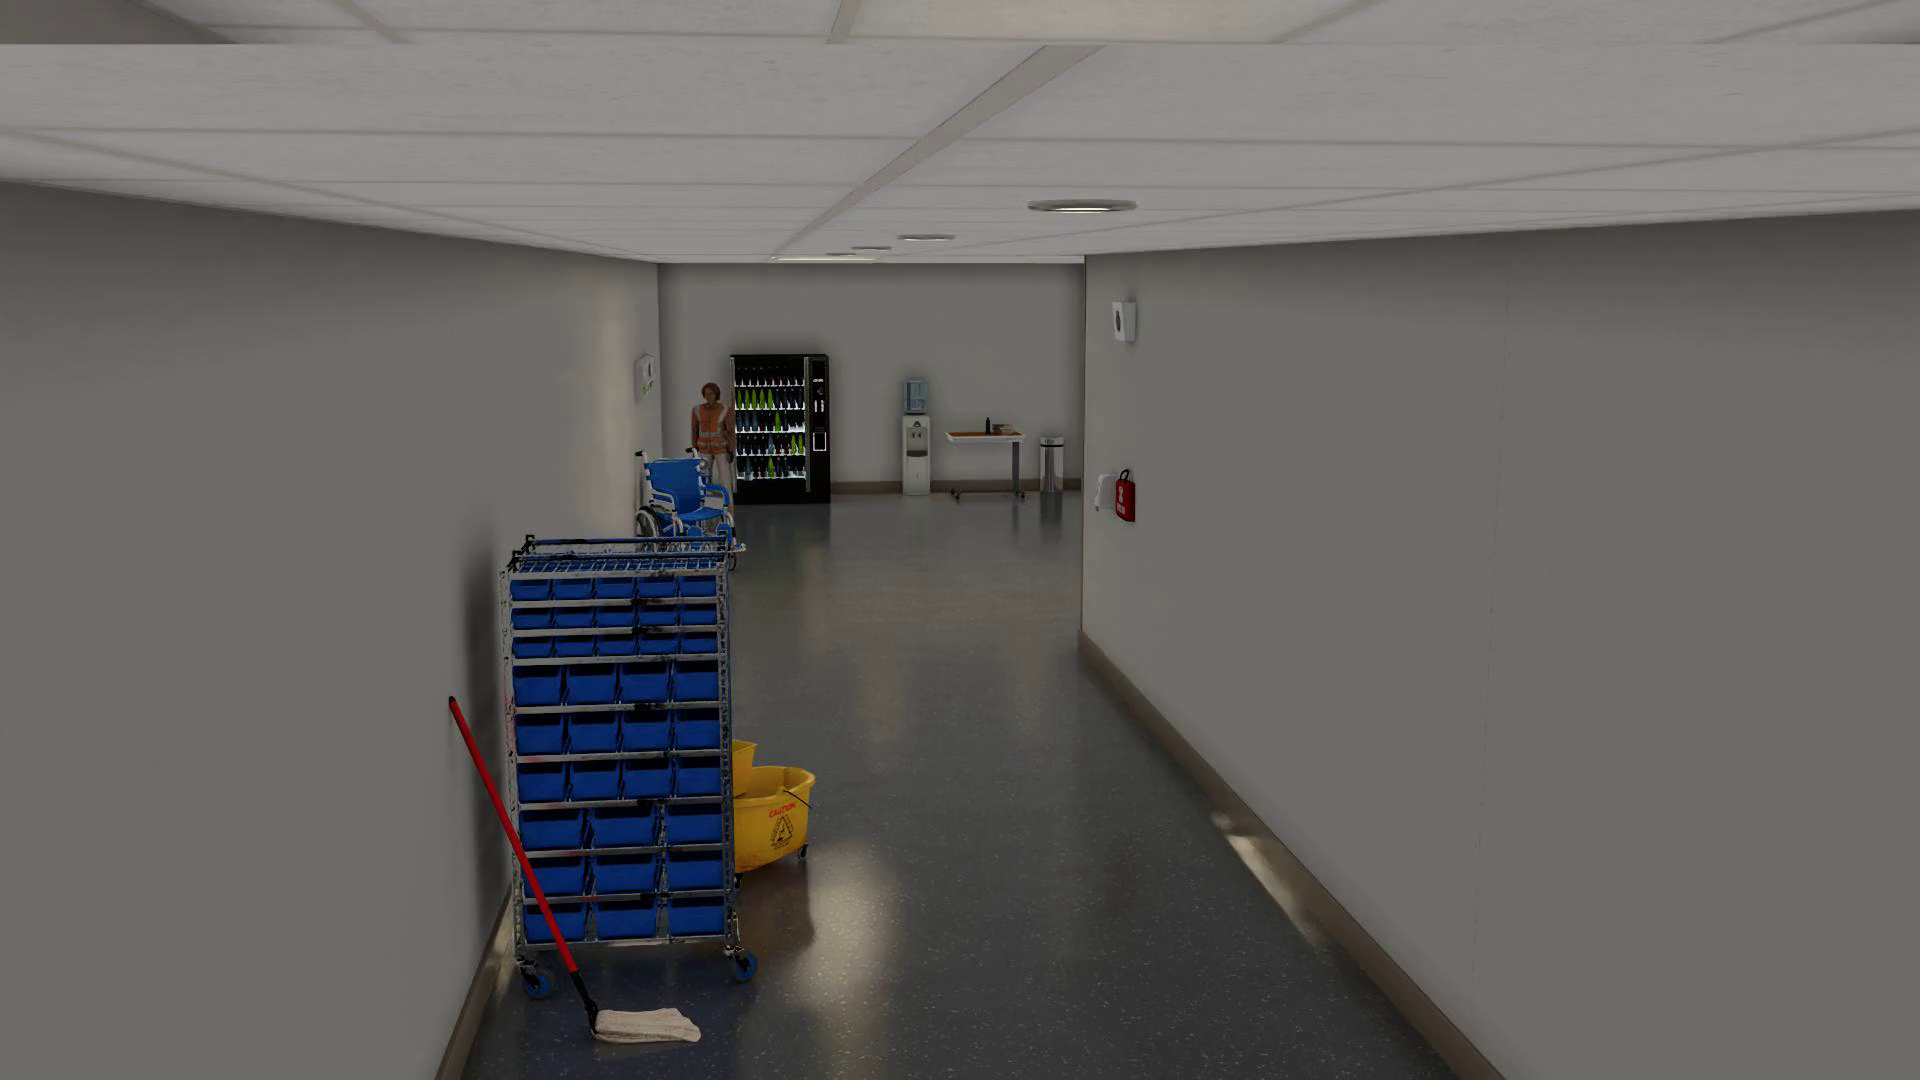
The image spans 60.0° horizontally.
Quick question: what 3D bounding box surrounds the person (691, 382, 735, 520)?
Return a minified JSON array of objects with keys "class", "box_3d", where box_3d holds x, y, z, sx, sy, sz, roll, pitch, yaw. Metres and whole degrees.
[{"class":"person","box_3d":[-2.882,-1.028,19.441,0.531,1.626,0.322,2,9,10]}]
